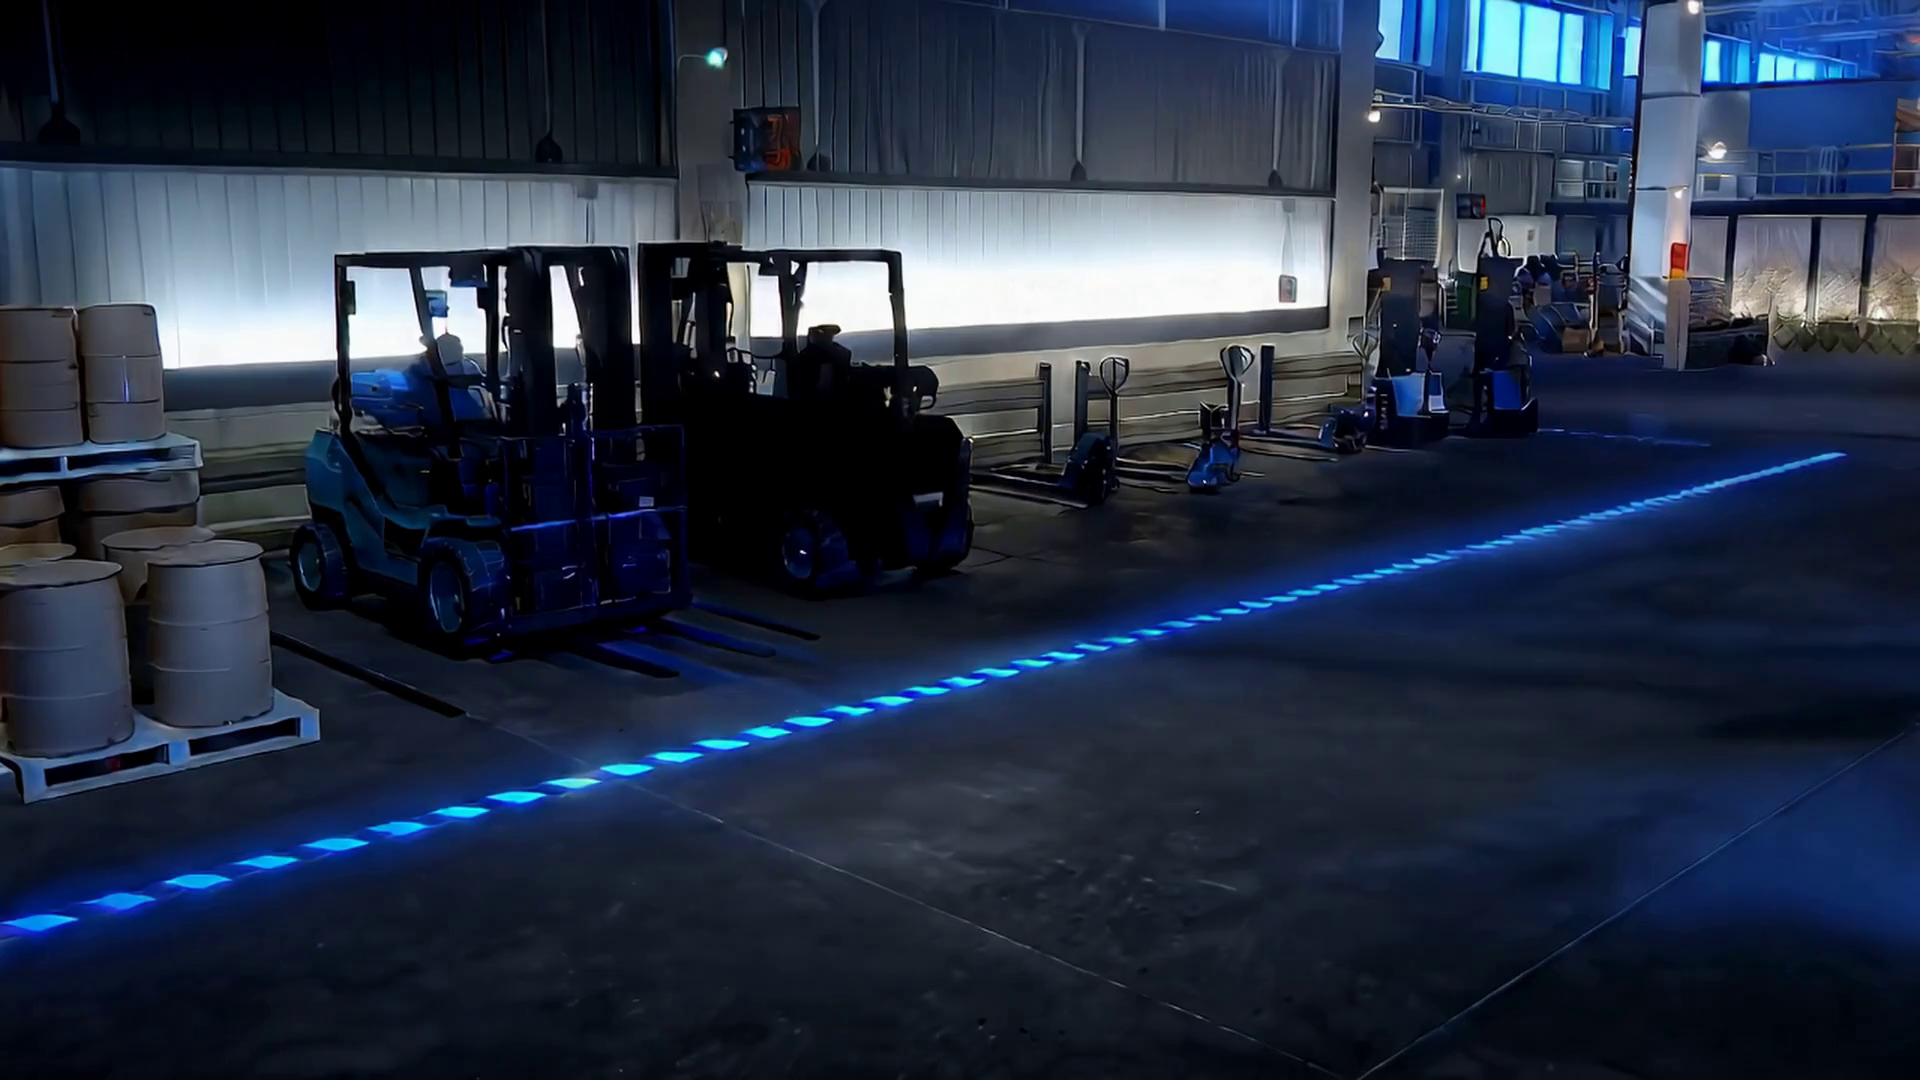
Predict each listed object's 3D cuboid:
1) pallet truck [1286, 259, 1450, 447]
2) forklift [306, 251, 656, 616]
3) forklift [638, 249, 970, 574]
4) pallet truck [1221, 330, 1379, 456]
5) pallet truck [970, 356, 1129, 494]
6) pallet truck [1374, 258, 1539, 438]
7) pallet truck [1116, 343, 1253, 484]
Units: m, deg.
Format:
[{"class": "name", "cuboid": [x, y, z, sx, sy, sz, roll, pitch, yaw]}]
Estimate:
[{"class": "pallet truck", "cuboid": [4.493, -2.078, 18.196, 0.823, 1.965, 1.885, -9, 14, -40]}, {"class": "forklift", "cuboid": [-2.833, -0.669, 9.694, 1.157, 1.987, 2.680, -10, 14, -44]}, {"class": "forklift", "cuboid": [-1.173, -0.958, 11.239, 2.680, 1.987, 1.157, 10, 14, 43]}, {"class": "pallet truck", "cuboid": [3.563, -1.581, 17.381, 0.653, 1.274, 1.630, -10, 14, -44]}, {"class": "pallet truck", "cuboid": [0.784, -1.085, 14.876, 0.680, 1.201, 1.601, -10, 14, -44]}, {"class": "pallet truck", "cuboid": [5.704, -2.208, 18.901, 1.885, 1.965, 0.823, 10, 14, 43]}, {"class": "pallet truck", "cuboid": [1.962, -1.215, 15.415, 1.522, 1.261, 0.704, 10, 14, 43]}]
